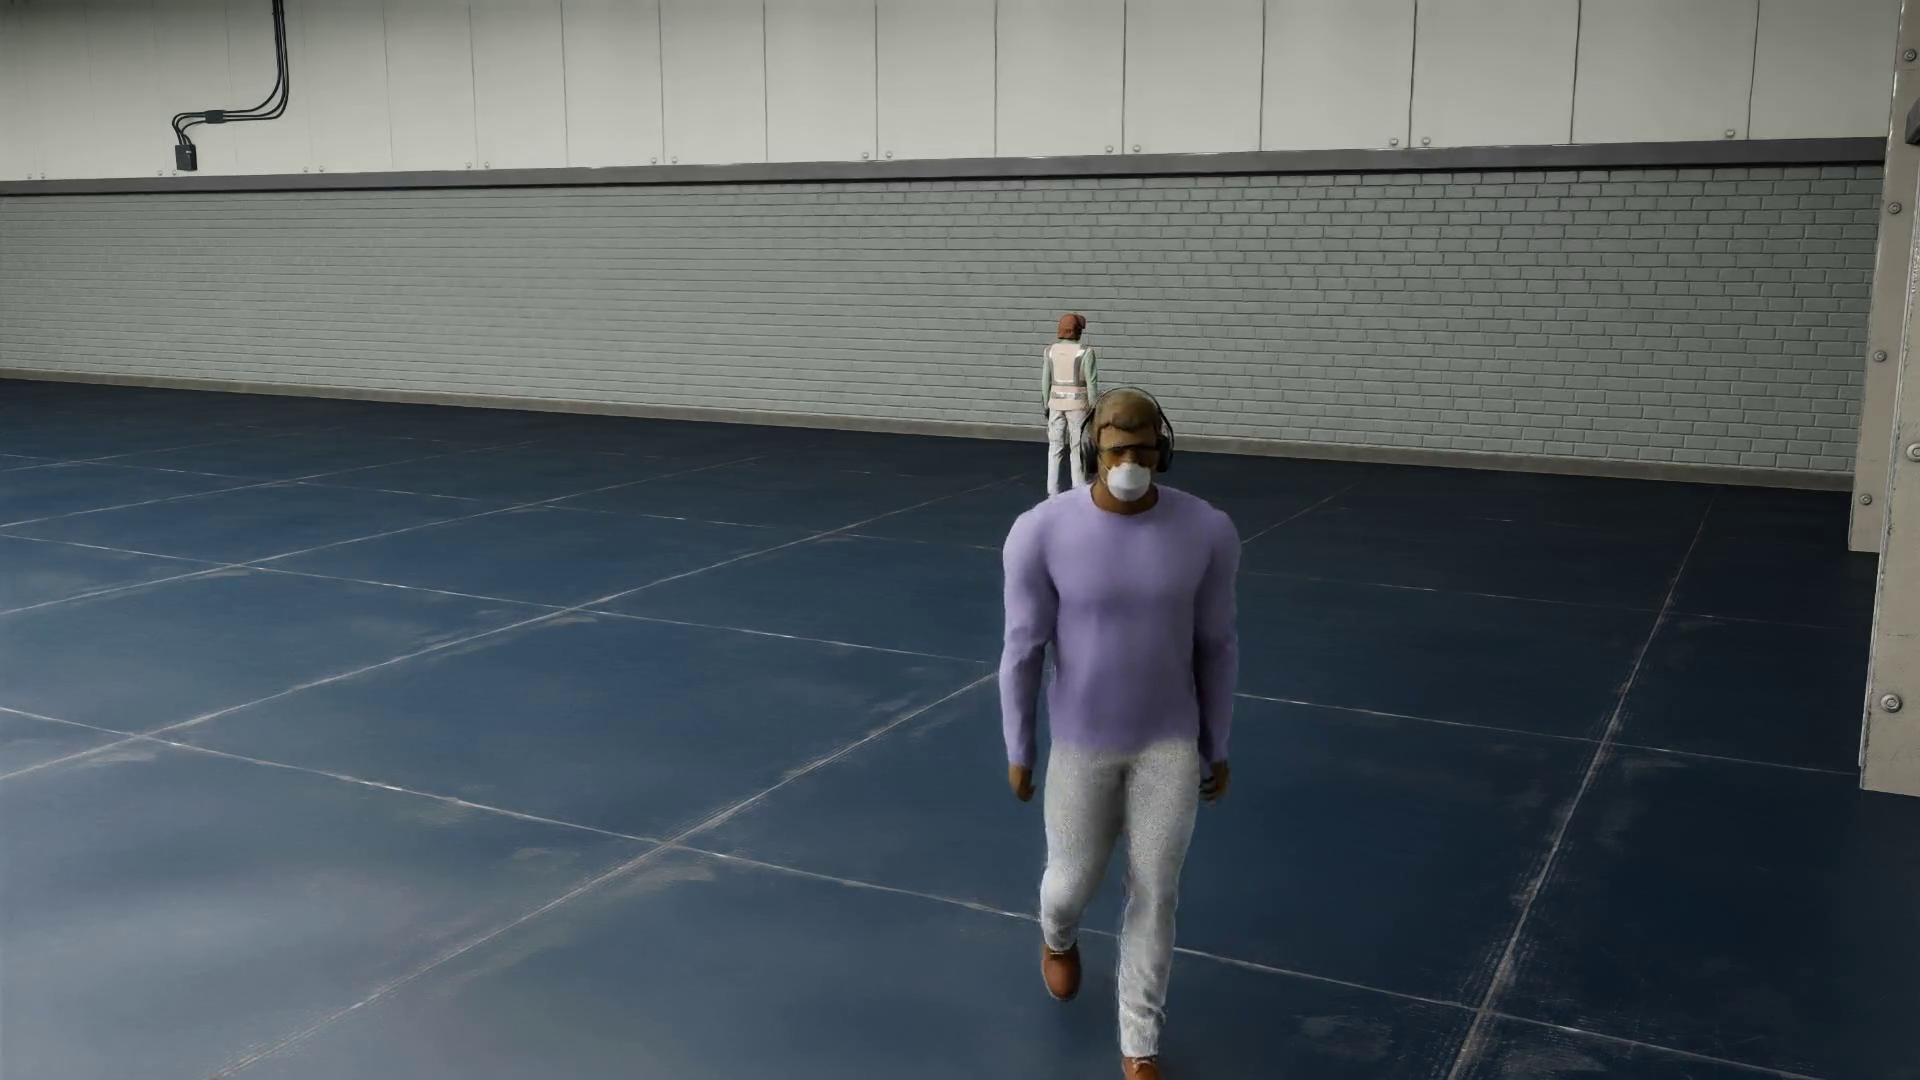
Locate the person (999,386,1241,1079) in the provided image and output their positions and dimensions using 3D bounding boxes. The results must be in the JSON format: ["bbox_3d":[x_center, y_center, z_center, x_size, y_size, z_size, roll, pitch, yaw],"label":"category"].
[{"bbox_3d":[0.419,0.524,4.535,0.640,1.923,0.670,-1,10,-6],"label":"person"}]

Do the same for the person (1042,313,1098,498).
[{"bbox_3d":[0.934,-1.105,14.170,0.521,1.636,0.311,7,12,33],"label":"person"}]
